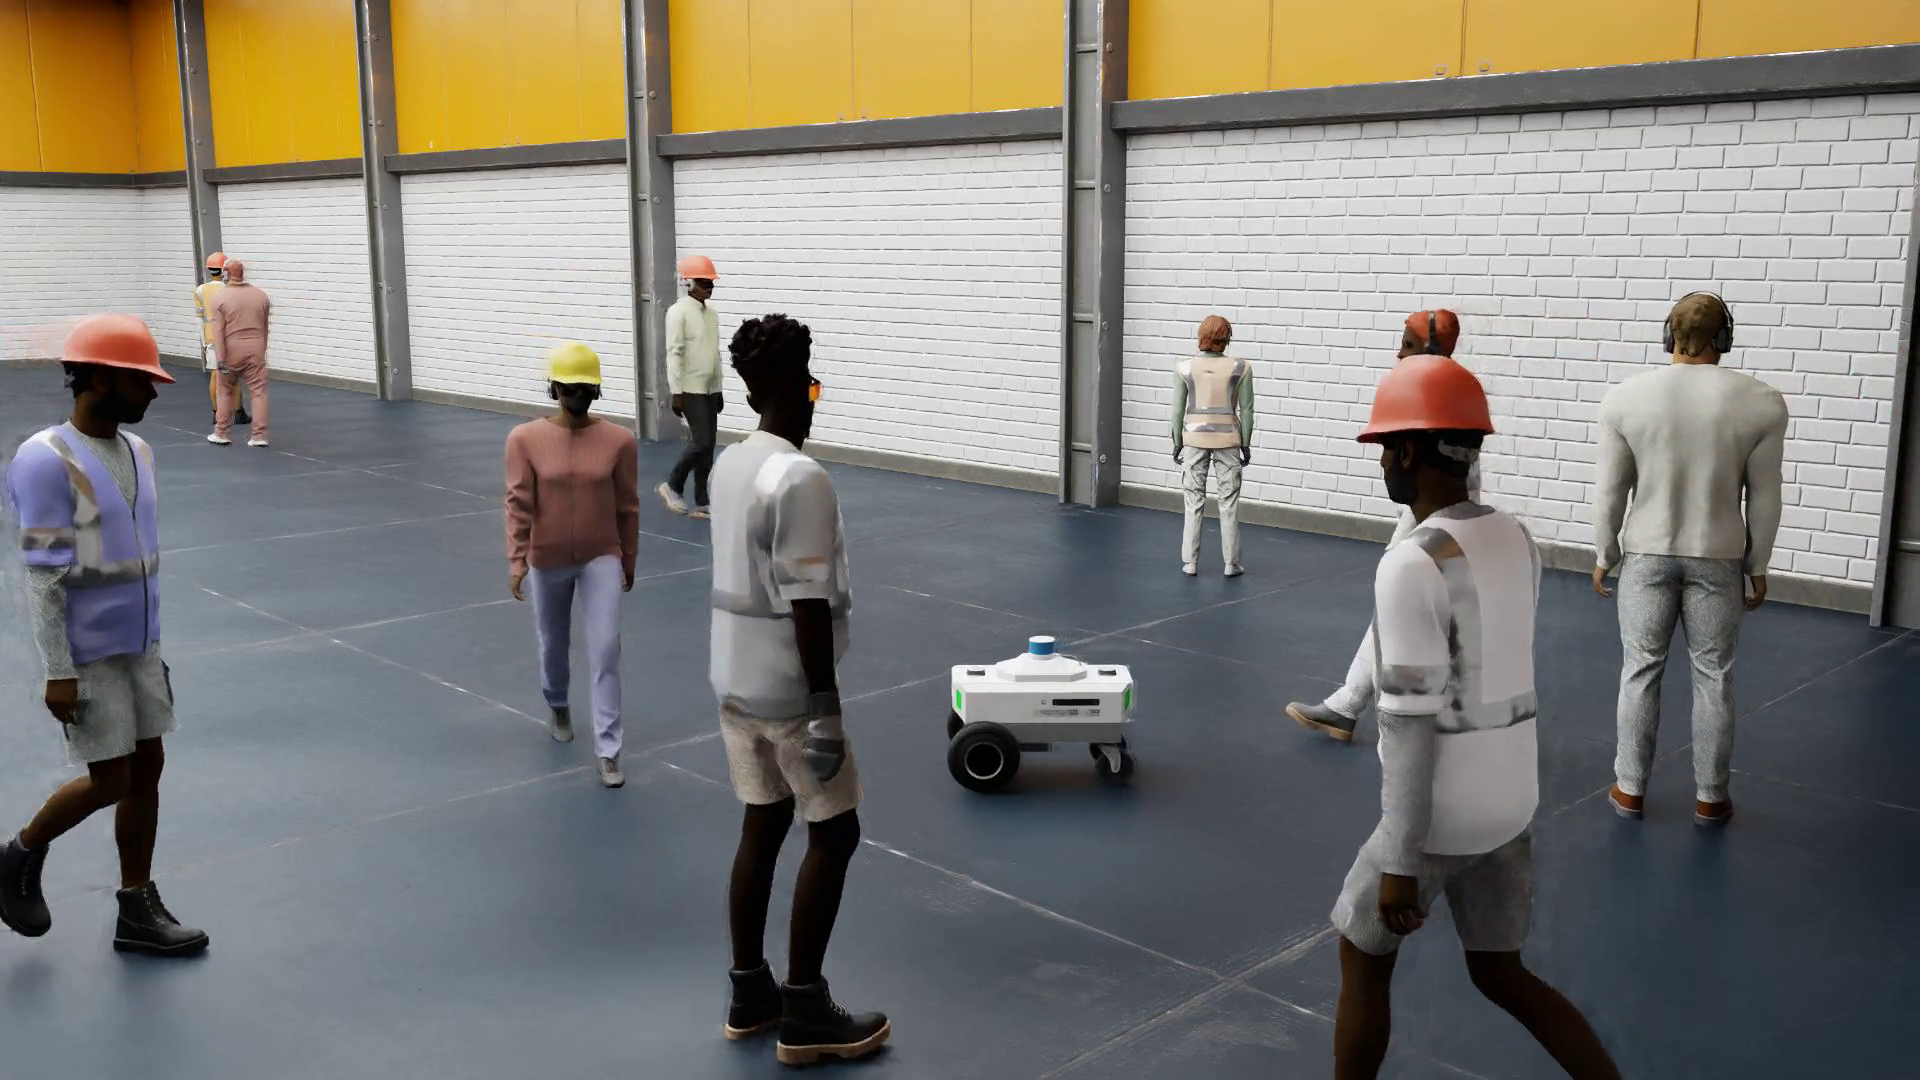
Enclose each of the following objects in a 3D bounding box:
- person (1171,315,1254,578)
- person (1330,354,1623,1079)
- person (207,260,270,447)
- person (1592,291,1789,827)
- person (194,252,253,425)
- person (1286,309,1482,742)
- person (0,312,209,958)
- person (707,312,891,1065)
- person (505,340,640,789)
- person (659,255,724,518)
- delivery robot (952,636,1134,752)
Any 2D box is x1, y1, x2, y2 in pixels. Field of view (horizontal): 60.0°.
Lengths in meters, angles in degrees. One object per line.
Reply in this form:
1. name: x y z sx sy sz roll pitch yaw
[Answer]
1. person: 1.570 -0.578 10.387 0.515 1.641 0.314 3 11 14
2. person: 1.113 0.564 3.508 0.915 1.894 0.585 10 14 44
3. person: -7.341 -1.887 16.863 0.803 1.880 0.650 9 14 41
4. person: 2.612 0.075 6.031 0.629 1.934 0.377 5 11 23
5. person: -8.306 -2.263 18.767 0.545 1.939 0.354 0 10 2
6. person: 1.885 -0.015 6.791 0.984 1.832 0.598 2 11 10
7. person: -2.560 0.294 4.886 0.569 1.915 0.579 2 11 10
8. person: -0.481 0.374 4.406 0.414 1.935 0.660 -6 12 -31
9. person: -1.553 0.055 6.691 0.526 1.732 0.844 -3 11 -15
10. person: -1.955 -1.131 12.455 0.442 1.983 0.638 4 11 22
11. delivery robot: 0.322 0.622 6.550 0.707 0.478 0.477 0 10 -1
